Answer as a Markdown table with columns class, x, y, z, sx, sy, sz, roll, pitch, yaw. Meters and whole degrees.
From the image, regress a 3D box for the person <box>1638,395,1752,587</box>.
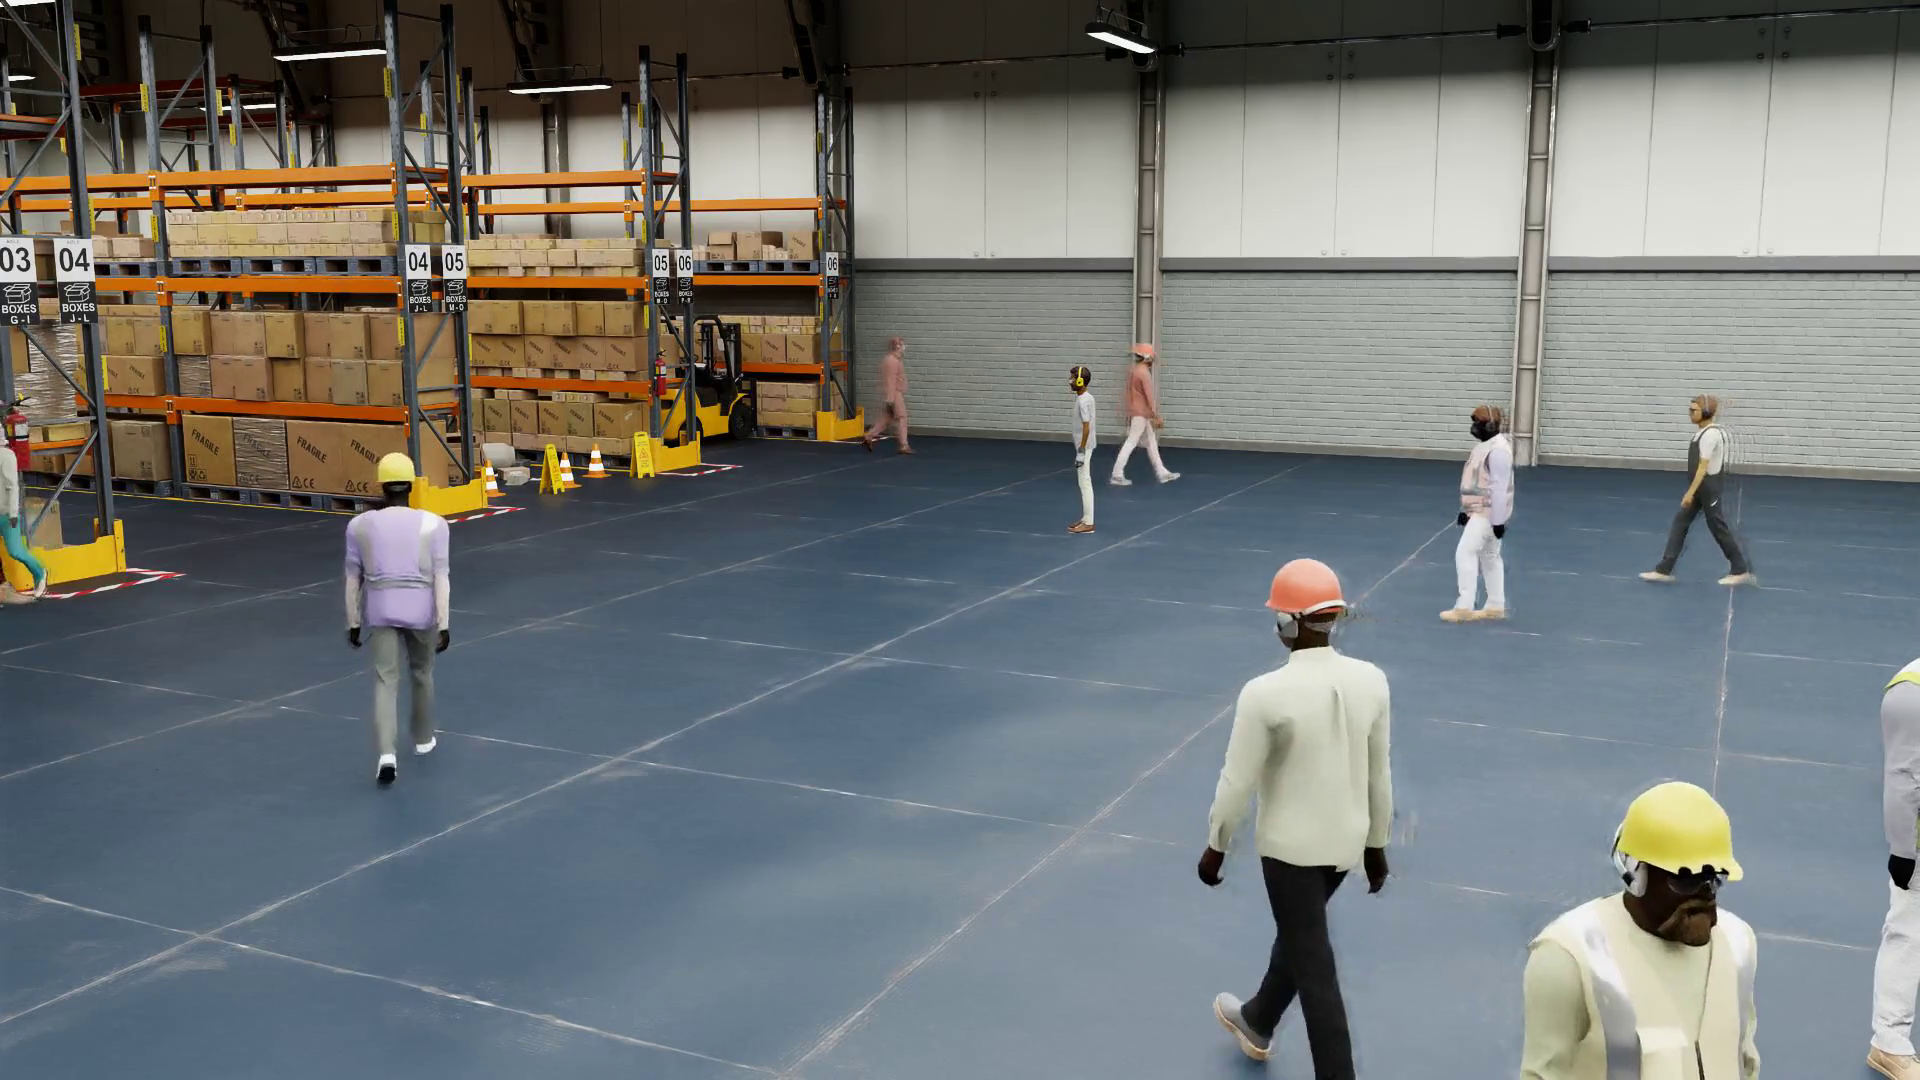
| class | x | y | z | sx | sy | sz | roll | pitch | yaw |
| --- | --- | --- | --- | --- | --- | --- | --- | --- | --- |
| person | 6.928 | -0.454 | 15.474 | 0.988 | 1.802 | 0.505 | 1 | 9 | 7 |

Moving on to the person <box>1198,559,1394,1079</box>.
| class | x | y | z | sx | sy | sz | roll | pitch | yaw |
| --- | --- | --- | --- | --- | --- | --- | --- | --- | --- |
| person | 1.133 | 1.028 | 5.847 | 0.632 | 1.947 | 0.977 | -5 | 11 | -29 |

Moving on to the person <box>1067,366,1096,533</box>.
| class | x | y | z | sx | sy | sz | roll | pitch | yaw |
| --- | --- | --- | --- | --- | --- | --- | --- | --- | --- |
| person | 1.363 | -1.009 | 18.622 | 0.323 | 1.870 | 0.518 | 1 | 9 | 9 |

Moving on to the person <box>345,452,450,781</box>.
| class | x | y | z | sx | sy | sz | roll | pitch | yaw |
| --- | --- | --- | --- | --- | --- | --- | --- | --- | --- |
| person | -3.292 | 0.433 | 9.756 | 0.604 | 1.887 | 0.969 | -2 | 9 | -12 |

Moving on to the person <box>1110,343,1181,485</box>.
| class | x | y | z | sx | sy | sz | roll | pitch | yaw |
| --- | --- | --- | --- | --- | --- | --- | --- | --- | --- |
| person | 2.513 | -1.706 | 22.685 | 1.019 | 1.944 | 0.629 | -1 | 9 | -5 |

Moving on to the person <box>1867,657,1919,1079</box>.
| class | x | y | z | sx | sy | sz | roll | pitch | yaw |
| --- | --- | --- | --- | --- | --- | --- | --- | --- | --- |
| person | 3.589 | 1.071 | 5.990 | 0.628 | 1.836 | 0.429 | -3 | 10 | -19 |

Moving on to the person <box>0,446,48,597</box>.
| class | x | y | z | sx | sy | sz | roll | pitch | yaw |
| --- | --- | --- | --- | --- | --- | --- | --- | --- | --- |
| person | -8.321 | -0.266 | 14.453 | 0.520 | 1.744 | 0.738 | 1 | 9 | 8 |

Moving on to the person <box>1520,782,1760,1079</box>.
| class | x | y | z | sx | sy | sz | roll | pitch | yaw |
| --- | --- | --- | --- | --- | --- | --- | --- | --- | --- |
| person | 1.567 | 1.429 | 3.807 | 0.614 | 1.821 | 0.413 | -3 | 10 | -18 |

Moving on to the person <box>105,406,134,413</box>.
| class | x | y | z | sx | sy | sz | roll | pitch | yaw |
| --- | --- | --- | --- | --- | --- | --- | --- | --- | --- |
| person | -12.513 | -2.024 | 24.638 | 0.360 | 1.938 | 0.545 | 5 | 10 | 28 |

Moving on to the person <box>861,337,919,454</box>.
| class | x | y | z | sx | sy | sz | roll | pitch | yaw |
| --- | --- | --- | --- | --- | --- | --- | --- | --- | --- |
| person | -1.126 | -2.295 | 26.510 | 0.858 | 1.880 | 0.655 | 0 | 9 | -2 |

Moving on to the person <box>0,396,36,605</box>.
| class | x | y | z | sx | sy | sz | roll | pitch | yaw |
| --- | --- | --- | --- | --- | --- | --- | --- | --- | --- |
| person | -8.716 | -0.414 | 14.665 | 1.015 | 1.993 | 0.605 | 1 | 9 | 5 |

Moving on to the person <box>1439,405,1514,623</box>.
| class | x | y | z | sx | sy | sz | roll | pitch | yaw |
| --- | --- | --- | --- | --- | --- | --- | --- | --- | --- |
| person | 4.292 | -0.215 | 13.930 | 0.698 | 1.822 | 0.630 | 2 | 9 | 10 |

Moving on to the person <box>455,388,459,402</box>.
| class | x | y | z | sx | sy | sz | roll | pitch | yaw |
| --- | --- | --- | --- | --- | --- | --- | --- | --- | --- |
| person | -8.986 | -2.790 | 29.472 | 0.687 | 1.889 | 0.657 | 7 | 12 | 37 |
